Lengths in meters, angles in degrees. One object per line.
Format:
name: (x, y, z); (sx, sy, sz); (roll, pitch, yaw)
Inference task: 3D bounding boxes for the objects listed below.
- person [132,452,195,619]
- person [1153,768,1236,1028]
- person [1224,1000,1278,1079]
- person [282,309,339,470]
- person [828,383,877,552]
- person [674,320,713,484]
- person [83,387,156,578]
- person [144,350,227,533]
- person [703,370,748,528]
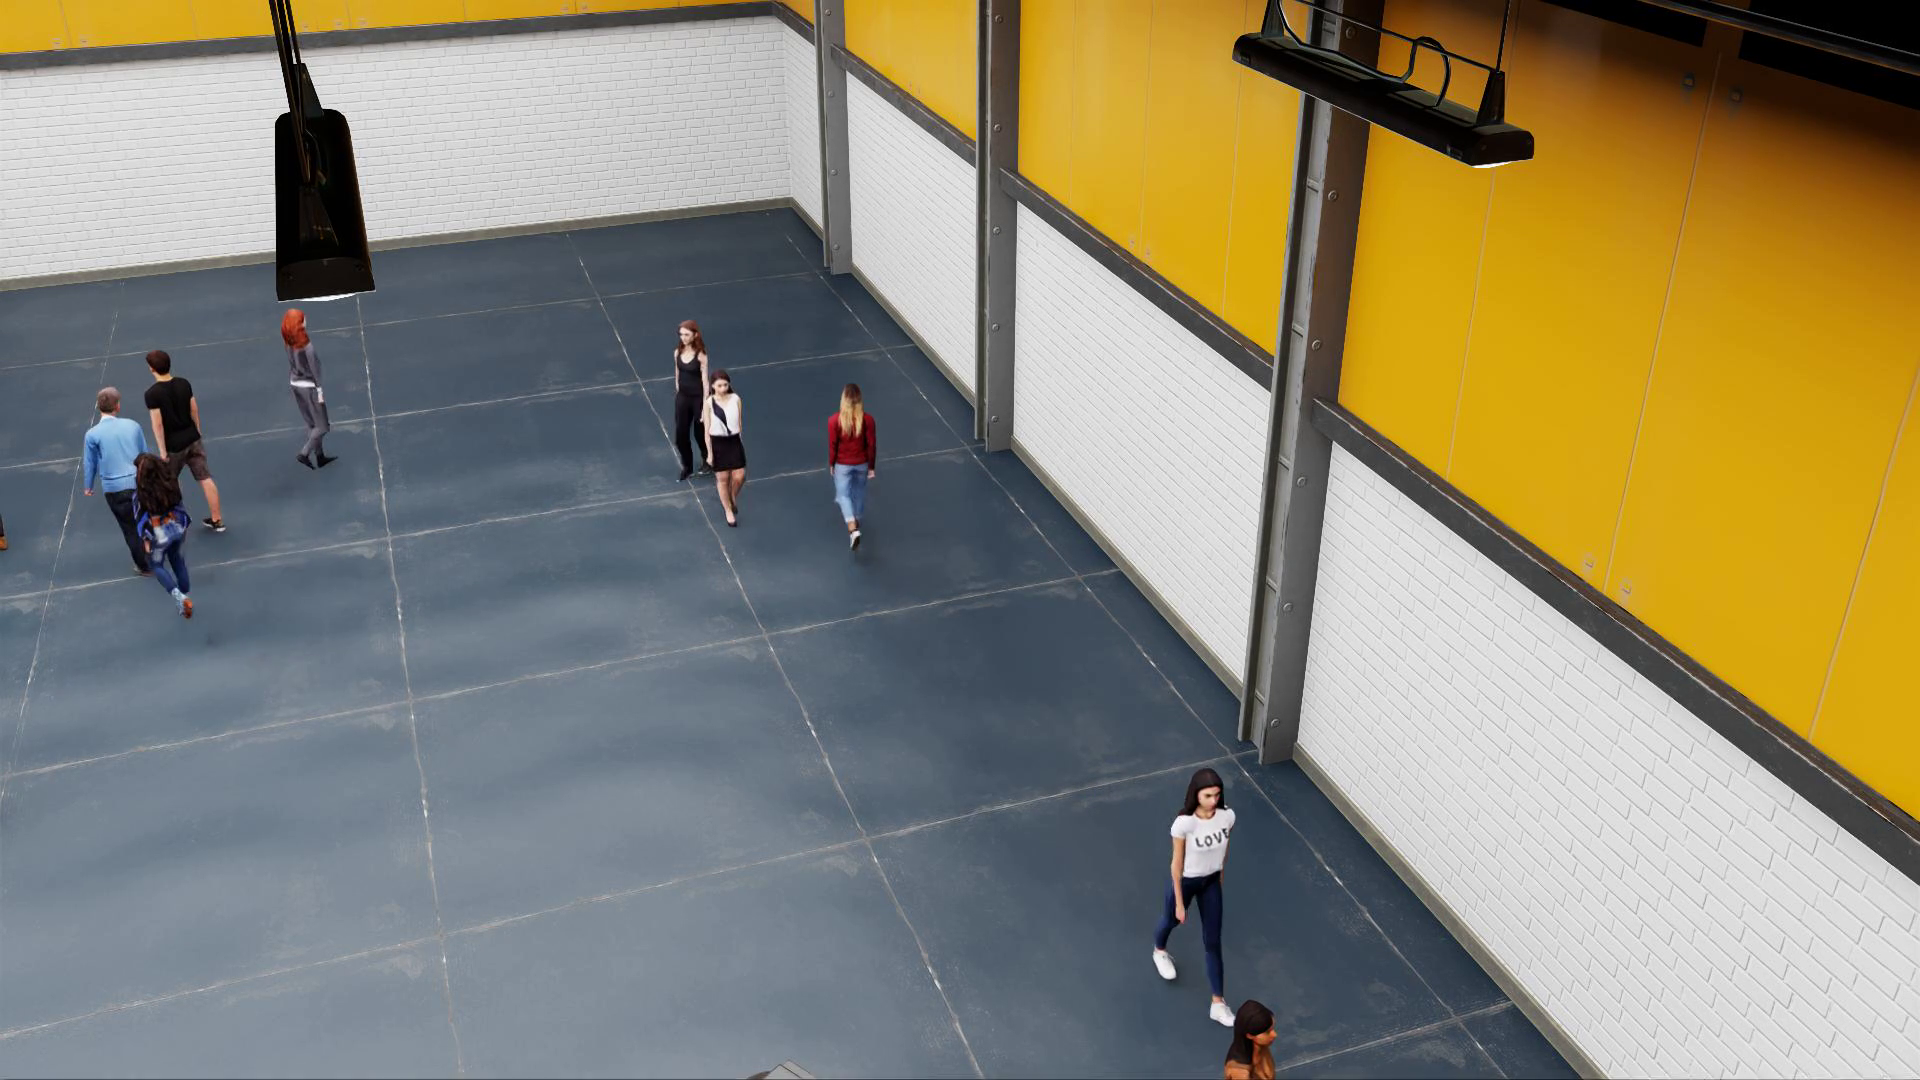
person: (-6.885, -0.010, 14.483); (0.810, 1.613, 0.766); (22, 36, 34)
person: (1.412, 2.134, 10.433); (0.596, 1.728, 1.082); (-10, 30, -17)
person: (1.482, 3.079, 8.739); (0.697, 1.690, 0.629); (11, 31, 19)
person: (-6.744, -1.494, 17.043); (0.850, 1.767, 0.894); (15, 32, 26)
person: (-1.016, -0.682, 15.716); (0.654, 1.613, 1.019); (-7, 29, -12)
person: (-2.667, -1.474, 17.052); (0.856, 1.724, 0.930); (10, 30, 17)
person: (-7.581, -0.487, 15.175); (0.912, 1.788, 0.865); (20, 34, 32)
person: (-7.392, -0.900, 15.898); (1.268, 1.820, 1.141); (16, 33, 27)
person: (-2.300, -0.897, 16.085); (0.577, 1.637, 0.630); (-13, 31, -23)
